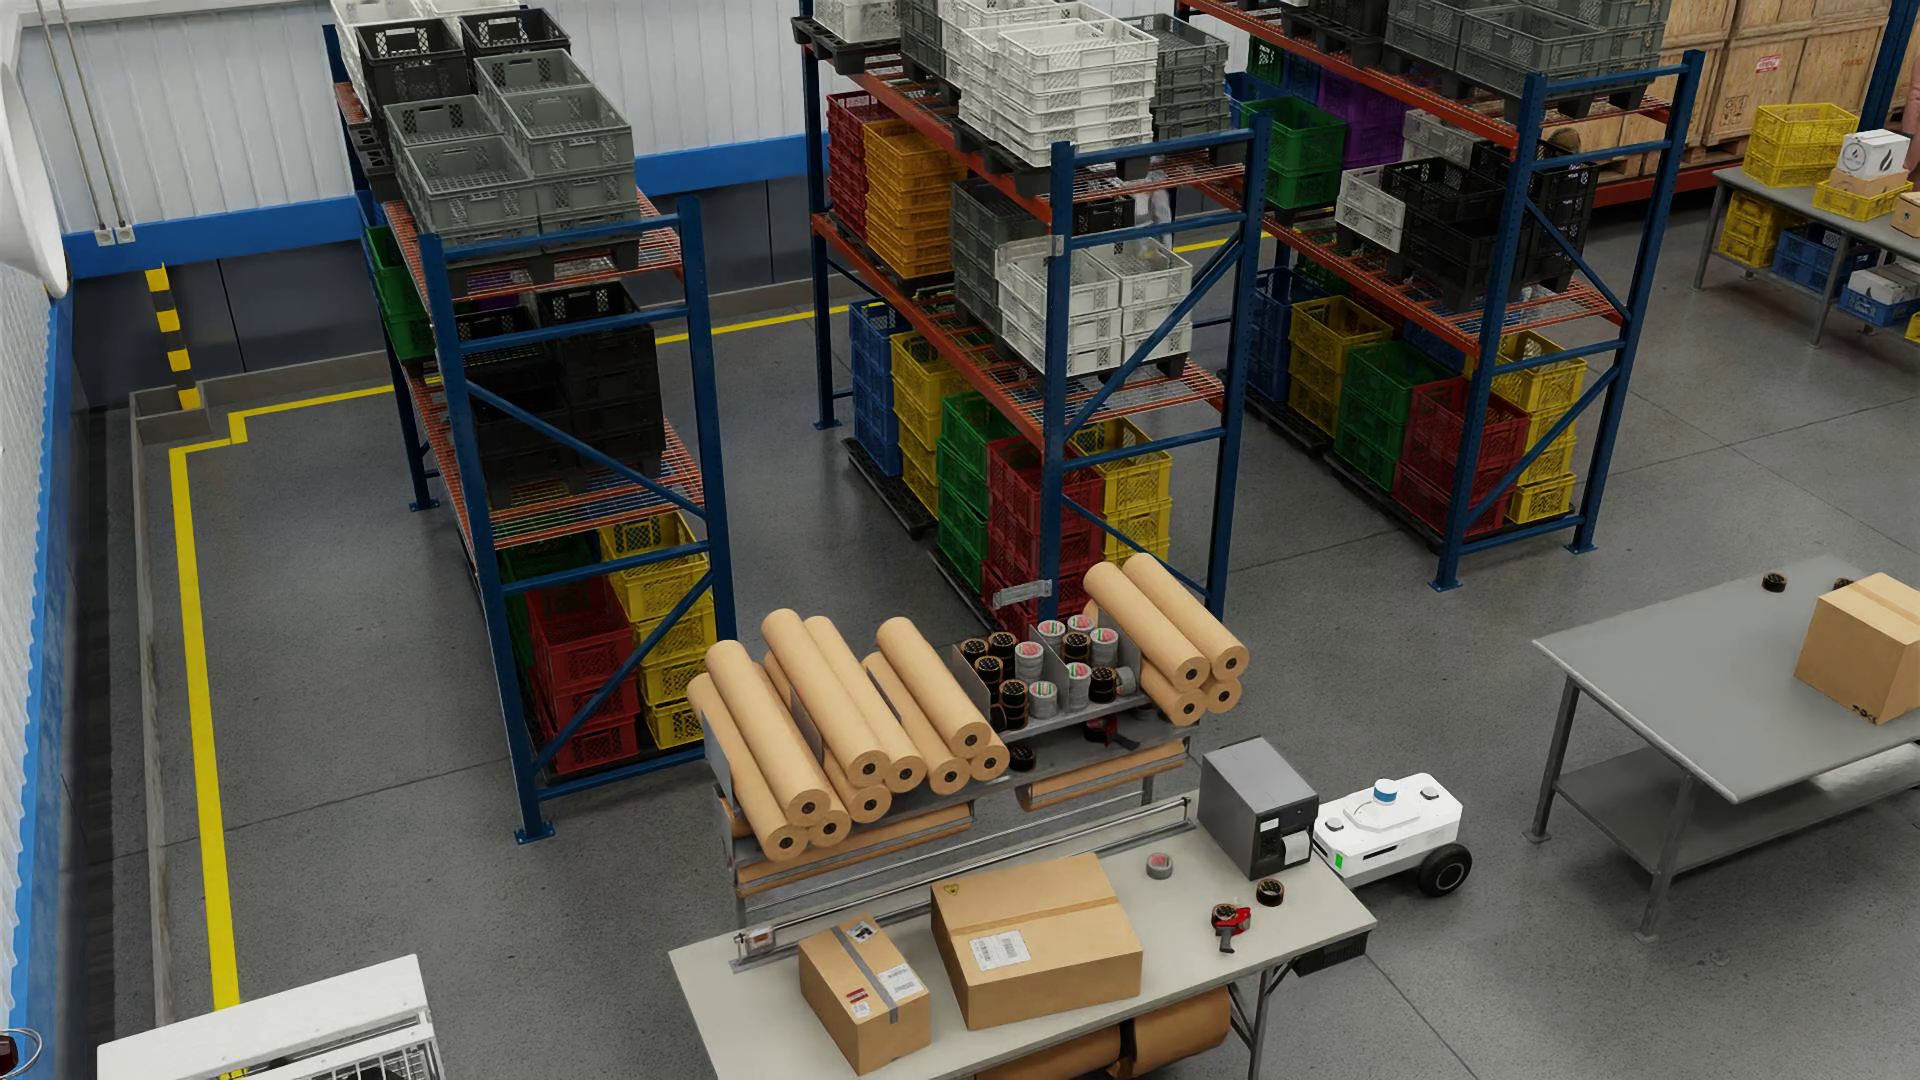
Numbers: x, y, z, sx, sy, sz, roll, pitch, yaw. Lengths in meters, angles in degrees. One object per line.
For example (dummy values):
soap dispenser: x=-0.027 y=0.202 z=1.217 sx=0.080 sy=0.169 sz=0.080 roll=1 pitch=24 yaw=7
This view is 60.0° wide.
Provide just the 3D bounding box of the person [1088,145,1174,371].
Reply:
person: x=1.219 y=-2.050 z=11.754 sx=0.619 sy=1.870 sz=0.520 roll=-10 pitch=33 yaw=-15

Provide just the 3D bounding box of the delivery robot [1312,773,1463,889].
delivery robot: x=1.888 y=1.293 z=7.490 sx=0.707 sy=0.478 sz=0.477 roll=-13 pitch=34 yaw=-20

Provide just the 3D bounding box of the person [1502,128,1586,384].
person: x=3.968 y=-1.905 z=11.465 sx=0.627 sy=1.934 sz=0.370 roll=-13 pitch=34 yaw=-20
